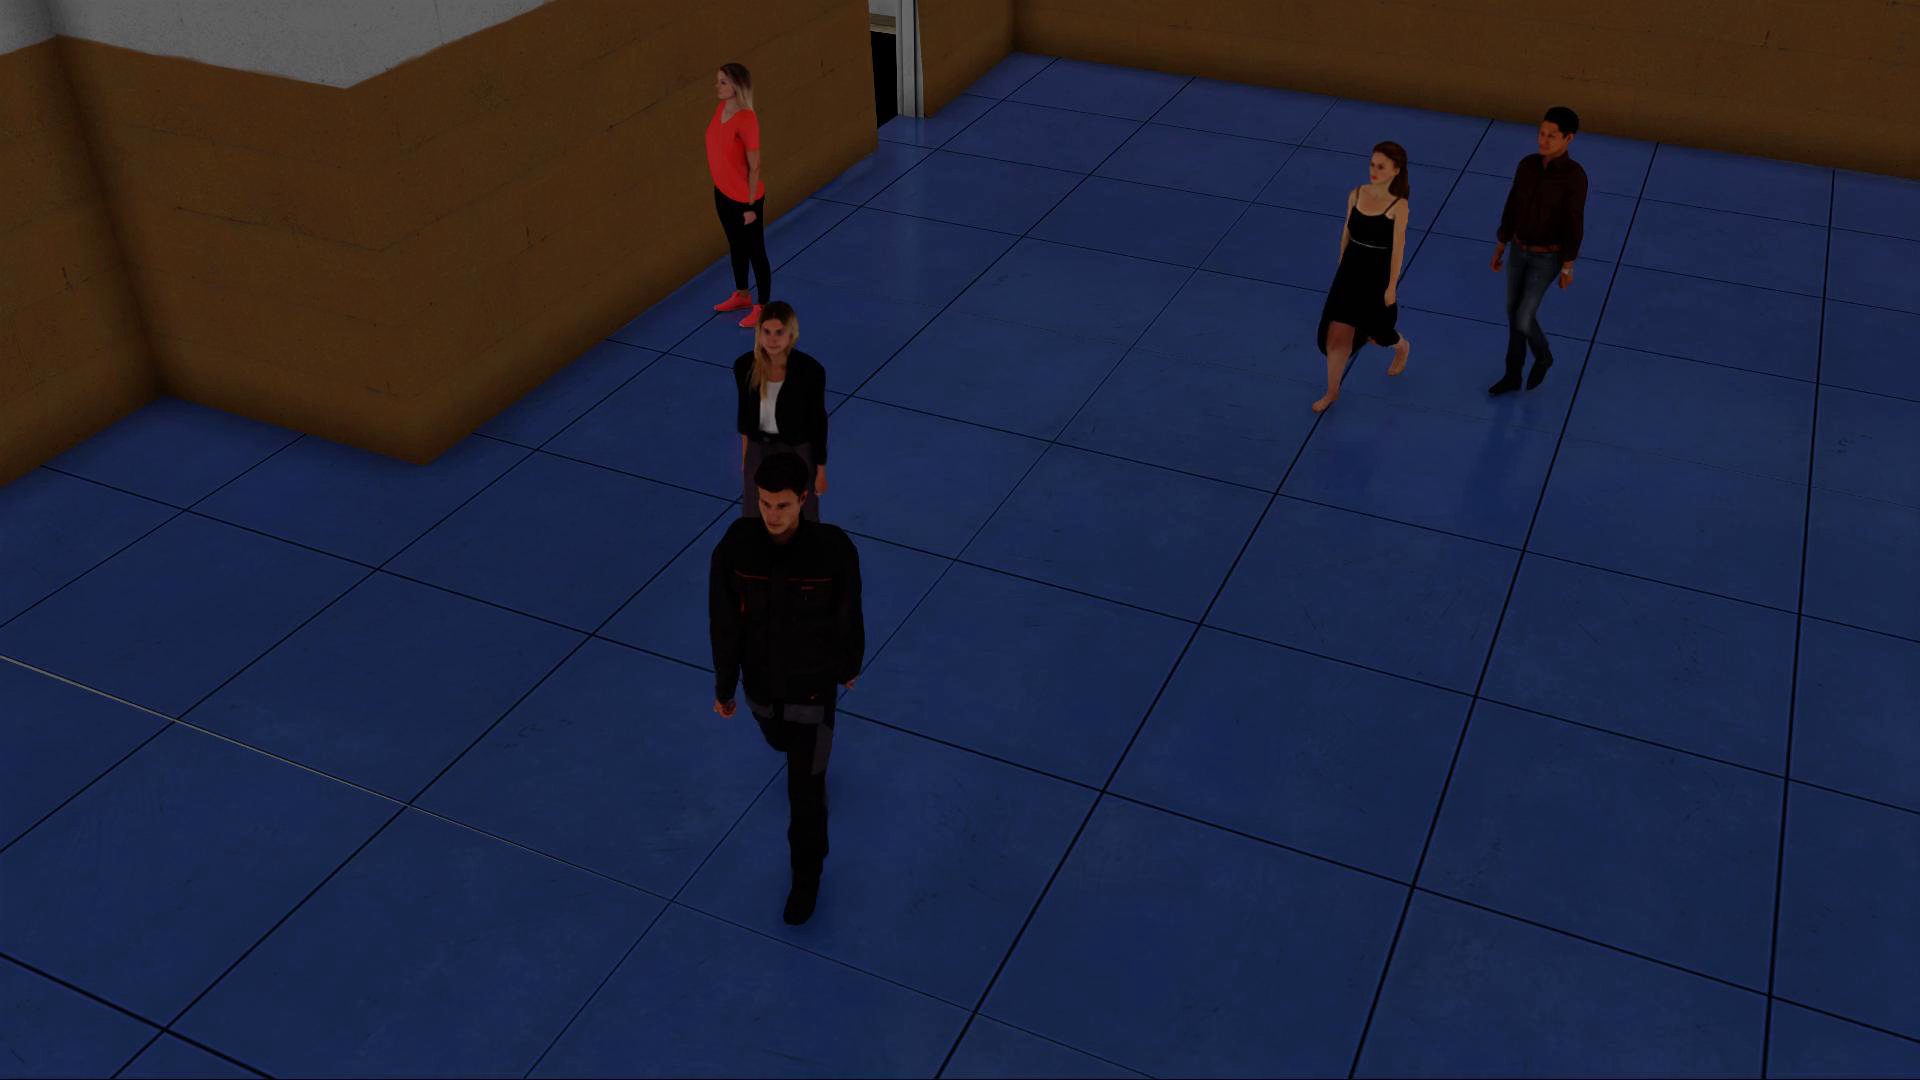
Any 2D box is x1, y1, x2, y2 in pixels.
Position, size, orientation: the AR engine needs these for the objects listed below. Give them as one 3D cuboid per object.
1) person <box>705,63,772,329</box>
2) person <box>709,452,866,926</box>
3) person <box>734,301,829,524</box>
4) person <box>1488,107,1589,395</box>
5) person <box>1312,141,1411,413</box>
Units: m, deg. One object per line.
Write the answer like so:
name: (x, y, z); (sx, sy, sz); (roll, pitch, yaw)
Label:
person: (-1.388, -2.190, 10.558); (0.736, 1.693, 0.624); (-22, 40, -29)
person: (-0.634, 0.447, 6.402); (1.225, 1.906, 0.969); (6, 34, 8)
person: (-0.811, -0.402, 7.901); (0.635, 1.658, 0.741); (5, 34, 7)
person: (3.420, -1.674, 9.711); (0.858, 1.771, 0.782); (-19, 38, -26)
person: (2.425, -1.534, 9.655); (0.875, 1.600, 1.002); (-27, 42, -34)
